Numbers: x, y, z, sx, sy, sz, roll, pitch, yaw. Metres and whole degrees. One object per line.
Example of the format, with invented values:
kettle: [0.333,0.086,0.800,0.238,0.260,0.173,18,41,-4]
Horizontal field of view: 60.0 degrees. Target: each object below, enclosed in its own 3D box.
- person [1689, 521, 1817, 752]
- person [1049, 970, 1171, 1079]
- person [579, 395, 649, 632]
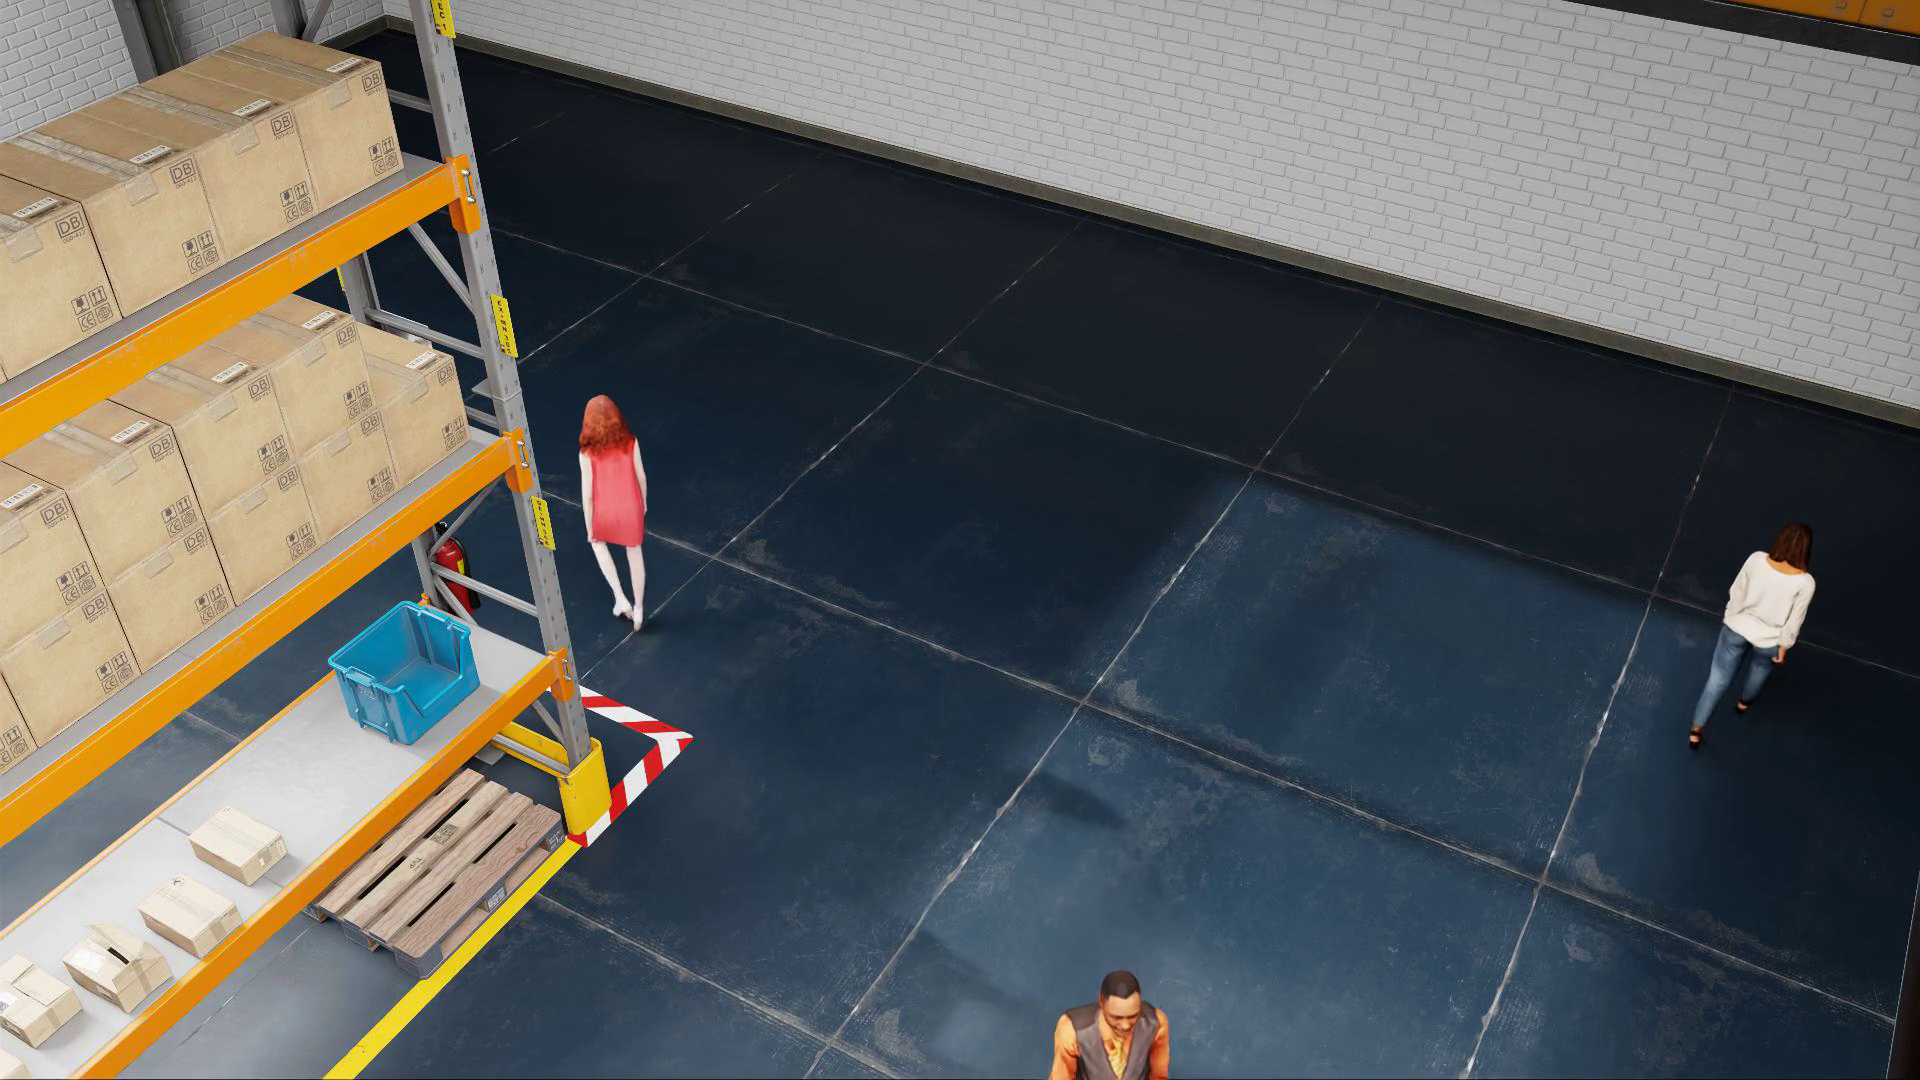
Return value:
person: [4.803,0.616,10.144,1.114,1.642,0.804,-31,48,-33]
person: [0.646,2.492,7.591,0.922,1.895,0.988,-6,39,-7]
person: [-2.213,-0.110,10.916,0.702,1.812,0.803,-20,43,-24]
